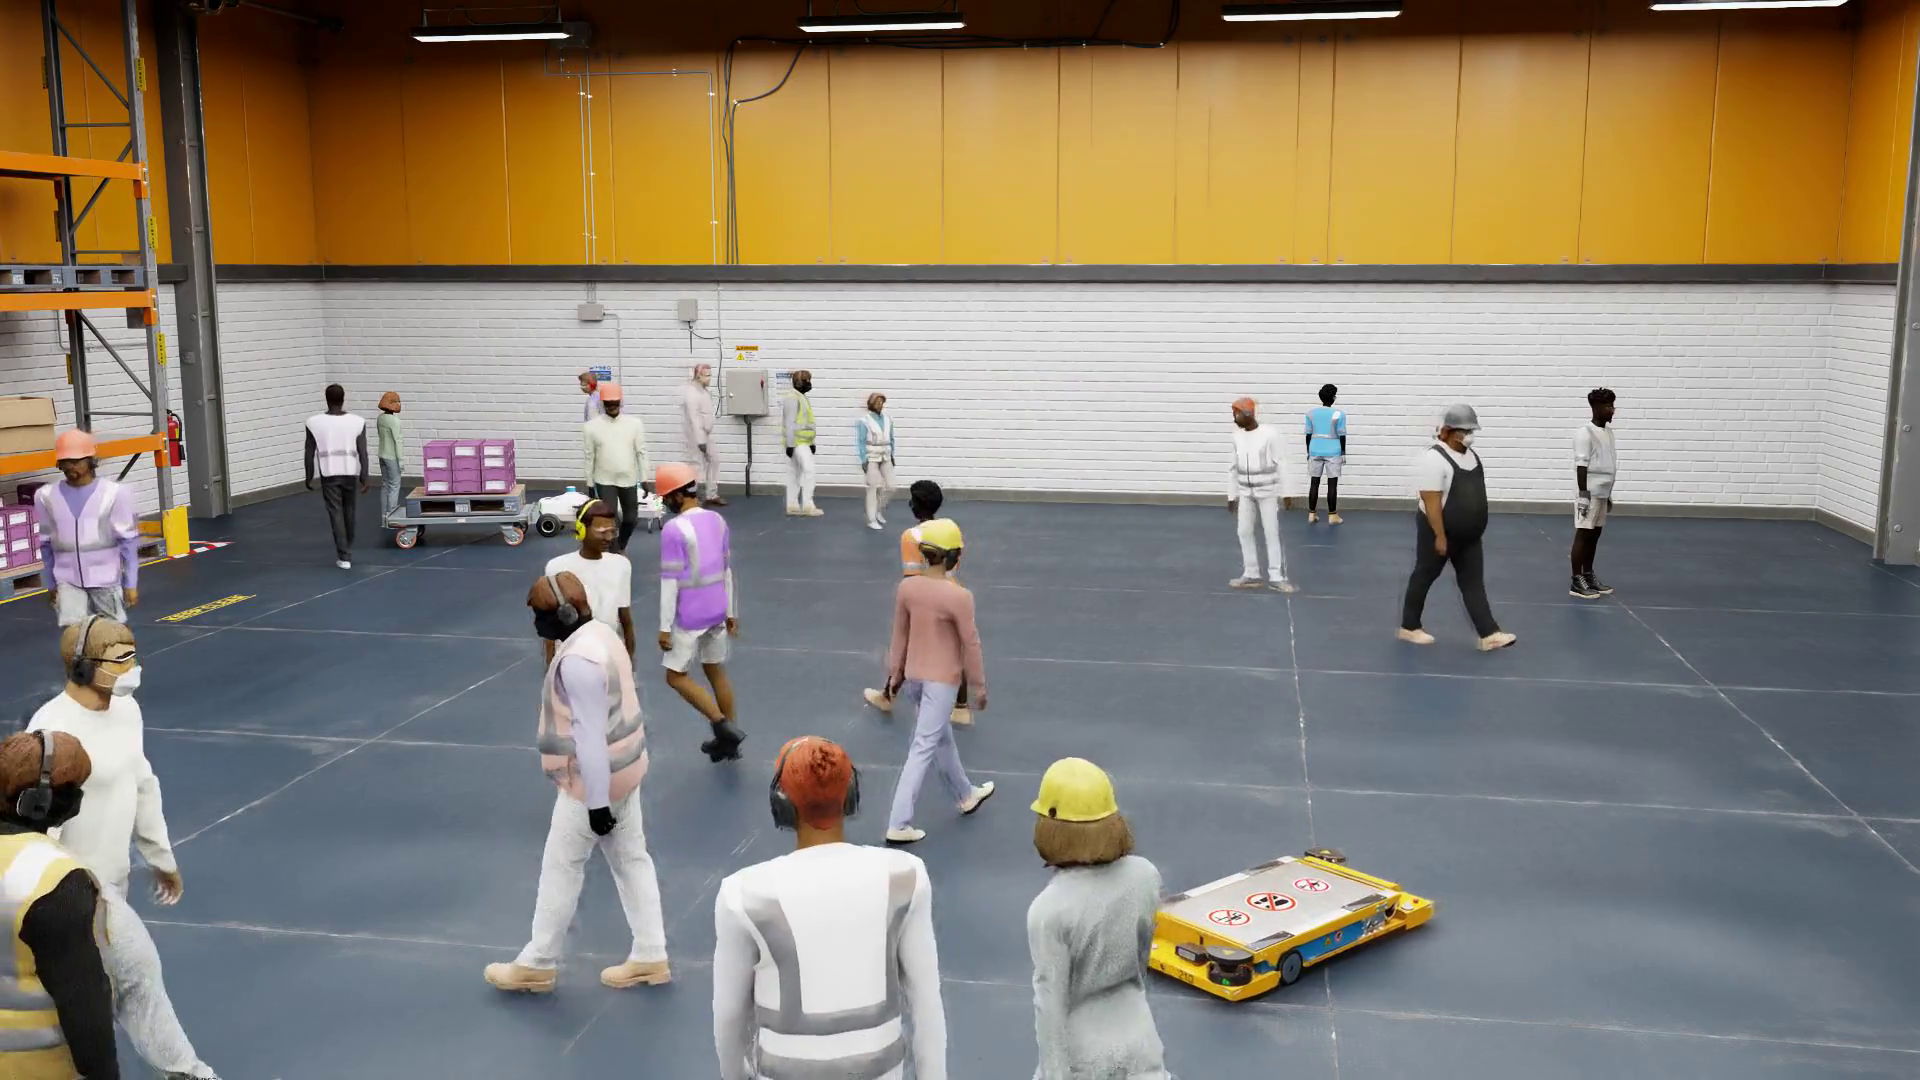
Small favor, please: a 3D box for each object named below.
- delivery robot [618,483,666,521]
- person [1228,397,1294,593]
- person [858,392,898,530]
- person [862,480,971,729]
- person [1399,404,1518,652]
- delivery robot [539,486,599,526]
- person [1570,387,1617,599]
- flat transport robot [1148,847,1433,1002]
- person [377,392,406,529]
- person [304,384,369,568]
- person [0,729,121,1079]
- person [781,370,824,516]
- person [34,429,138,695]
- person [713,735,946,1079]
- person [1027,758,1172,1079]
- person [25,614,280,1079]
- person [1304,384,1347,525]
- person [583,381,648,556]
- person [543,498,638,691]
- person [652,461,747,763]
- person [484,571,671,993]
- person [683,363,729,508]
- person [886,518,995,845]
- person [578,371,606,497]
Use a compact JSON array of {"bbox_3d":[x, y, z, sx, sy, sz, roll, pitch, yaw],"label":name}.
[{"bbox_3d":[-3.794,-0.426,19.516,0.707,0.478,0.477,2,9,13],"label":"delivery robot"},{"bbox_3d":[2.878,-0.421,15.813,0.737,1.855,0.350,9,13,43],"label":"person"},{"bbox_3d":[-0.969,-0.929,19.619,0.541,1.626,0.376,-8,12,-42],"label":"person"},{"bbox_3d":[-0.258,0.417,11.169,0.868,1.648,0.552,9,13,44],"label":"person"},{"bbox_3d":[3.970,-0.118,13.304,0.698,2.000,1.009,-7,11,-36],"label":"person"},{"bbox_3d":[-4.485,-0.376,19.205,0.707,0.478,0.477,-1,9,-4],"label":"delivery robot"},{"bbox_3d":[5.943,-0.447,15.573,0.364,1.965,0.609,8,12,42],"label":"person"},{"bbox_3d":[1.447,1.699,7.501,1.431,0.197,0.652,-8,12,-40],"label":"flat transport robot"},{"bbox_3d":[-6.741,-0.947,19.734,0.494,1.624,0.280,9,13,43],"label":"person"},{"bbox_3d":[-6.502,-0.680,17.334,0.599,1.866,1.005,-6,11,-32],"label":"person"},{"bbox_3d":[-2.592,1.417,4.527,0.652,1.810,0.573,5,11,30],"label":"person"},{"bbox_3d":[-1.891,-1.199,20.676,0.659,1.821,0.660,1,9,7],"label":"person"},{"bbox_3d":[-5.900,0.227,11.305,0.622,2.003,1.026,-2,9,-12],"label":"person"},{"bbox_3d":[-0.383,1.412,4.444,0.578,1.828,1.017,-4,10,-23],"label":"person"},{"bbox_3d":[0.382,1.443,4.711,0.493,1.686,0.946,-5,11,-30],"label":"person"},{"bbox_3d":[-2.895,1.183,5.737,1.048,1.875,0.640,-1,9,-6],"label":"person"},{"bbox_3d":[4.408,-1.031,20.031,0.541,1.696,0.315,7,11,35],"label":"person"},{"bbox_3d":[-3.429,-0.607,16.533,0.608,1.975,0.771,-4,10,-21],"label":"person"},{"bbox_3d":[-1.964,0.696,8.847,0.538,1.847,0.407,-7,12,-38],"label":"person"},{"bbox_3d":[-1.593,0.460,10.182,0.581,1.890,0.622,5,10,27],"label":"person"},{"bbox_3d":[-1.632,1.021,6.991,0.864,1.792,0.647,0,9,0],"label":"person"},{"bbox_3d":[-3.252,-1.321,21.269,0.718,1.873,0.664,1,9,5],"label":"person"},{"bbox_3d":[-0.096,0.739,8.959,0.545,1.714,0.920,9,13,44],"label":"person"},{"bbox_3d":[-4.428,-1.188,20.636,0.608,1.814,0.578,0,9,-2],"label":"person"}]
